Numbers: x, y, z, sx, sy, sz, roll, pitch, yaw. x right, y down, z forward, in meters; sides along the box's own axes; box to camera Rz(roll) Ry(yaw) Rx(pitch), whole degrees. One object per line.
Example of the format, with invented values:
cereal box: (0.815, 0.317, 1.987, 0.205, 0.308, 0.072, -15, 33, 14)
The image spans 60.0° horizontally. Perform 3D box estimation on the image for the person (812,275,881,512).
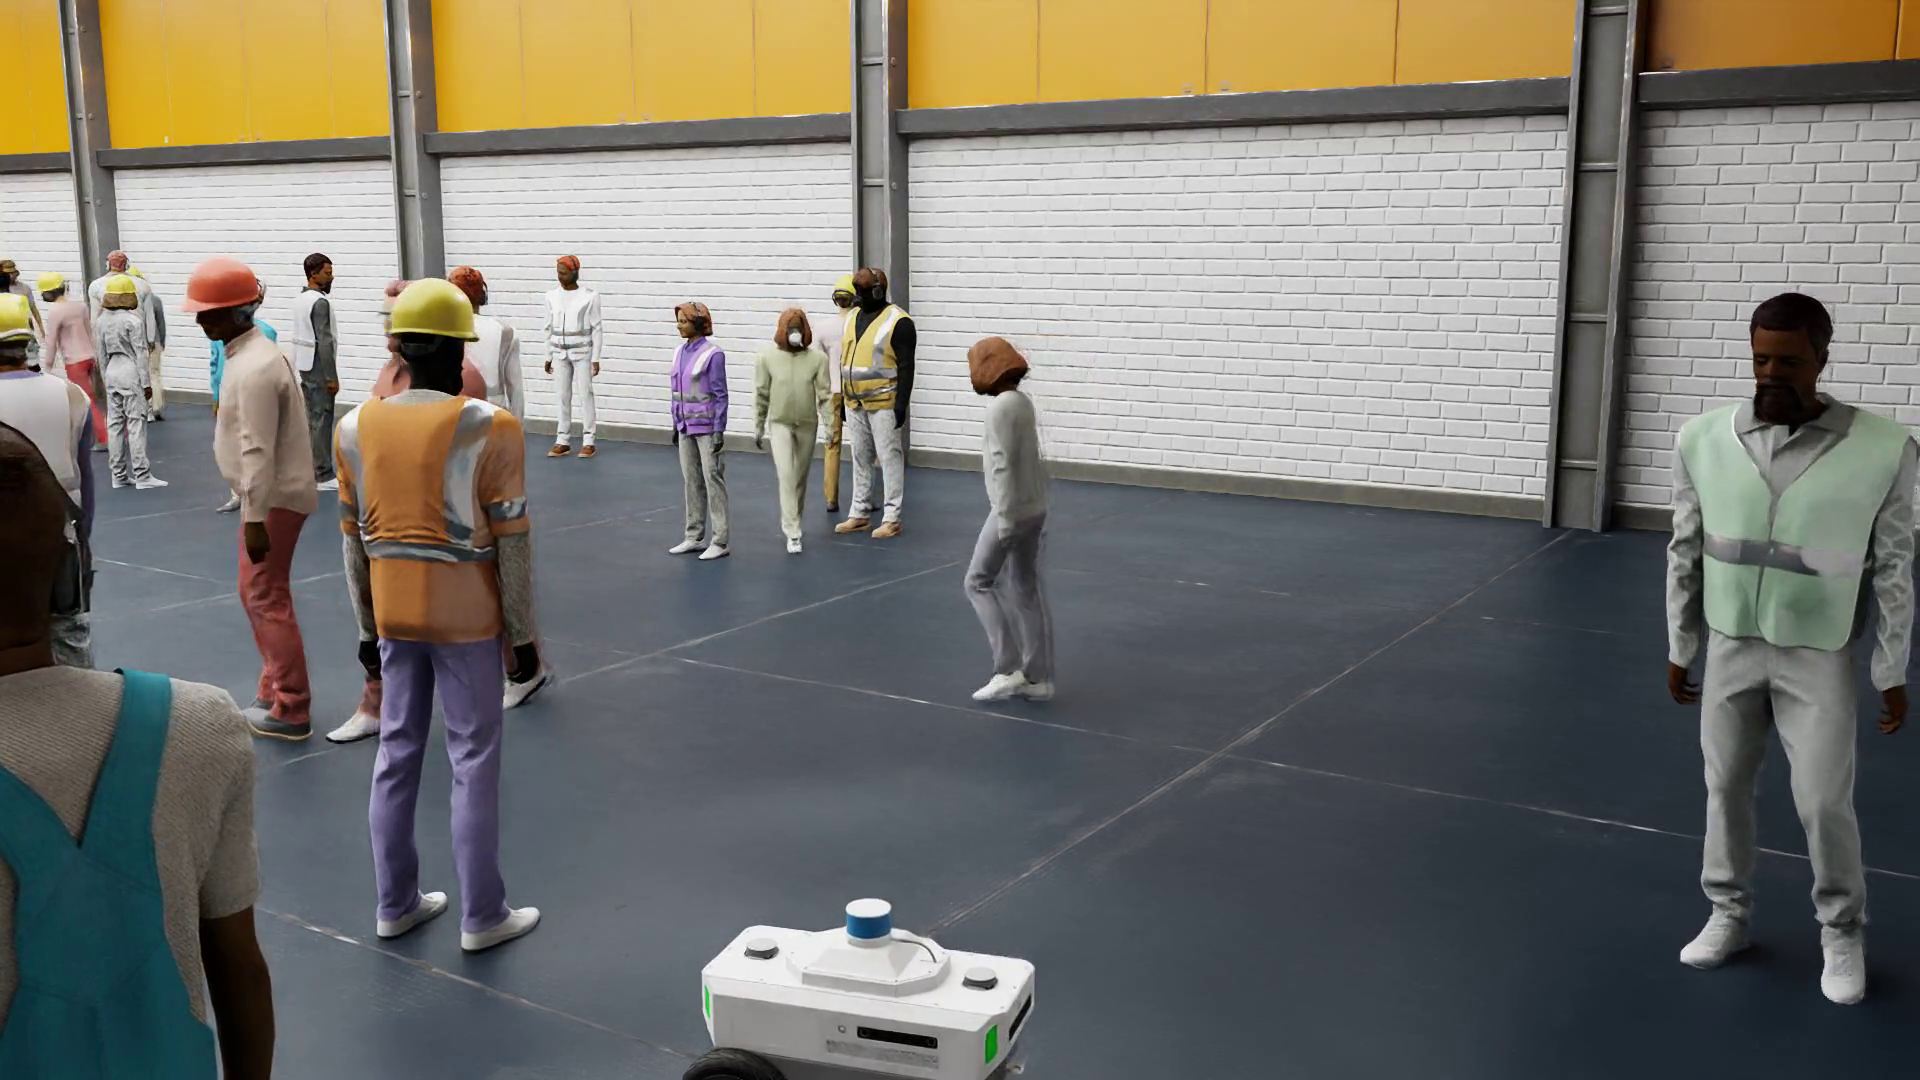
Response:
person: (-0.832, -1.080, 12.385, 0.533, 1.765, 0.329, 2, 10, 11)

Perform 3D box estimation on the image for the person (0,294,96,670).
person: (-3.497, 0.004, 6.184, 0.403, 1.834, 0.586, 4, 11, 23)

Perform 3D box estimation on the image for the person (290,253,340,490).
person: (-5.225, -1.361, 13.525, 0.398, 1.915, 0.588, -8, 13, -37)

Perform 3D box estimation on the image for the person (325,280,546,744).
person: (-2.172, -0.141, 6.913, 0.648, 1.871, 0.970, 7, 12, 33)

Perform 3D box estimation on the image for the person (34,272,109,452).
person: (-8.422, -1.678, 15.804, 0.642, 1.710, 0.549, 1, 10, 4)

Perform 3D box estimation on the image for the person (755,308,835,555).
person: (-1.098, -0.743, 11.021, 0.509, 1.583, 0.865, -3, 11, -16)

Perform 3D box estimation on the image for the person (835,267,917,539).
person: (-0.598, -0.932, 11.361, 0.619, 1.839, 0.430, 9, 13, 39)

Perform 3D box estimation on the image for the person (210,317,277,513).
person: (-5.300, -1.058, 12.289, 0.573, 1.749, 0.339, 3, 11, 17)

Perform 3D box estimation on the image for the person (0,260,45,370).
person: (-11.794, -2.597, 20.753, 0.937, 1.788, 0.599, 5, 12, 28)

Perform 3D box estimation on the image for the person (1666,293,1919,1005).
person: (2.206, 0.291, 4.463, 0.620, 1.892, 0.456, 8, 13, 39)

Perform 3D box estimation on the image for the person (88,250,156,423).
person: (-9.209, -2.224, 18.329, 0.646, 1.908, 0.408, -6, 12, -32)

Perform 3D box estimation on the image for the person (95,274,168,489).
person: (-6.793, -1.287, 13.588, 0.487, 1.744, 0.296, 4, 11, 20)

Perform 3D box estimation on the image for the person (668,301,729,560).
person: (-1.660, -0.692, 10.580, 0.311, 1.638, 0.522, -10, 14, -44)

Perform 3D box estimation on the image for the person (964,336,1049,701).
person: (0.218, -0.085, 7.310, 0.443, 1.597, 0.546, 4, 11, 22)

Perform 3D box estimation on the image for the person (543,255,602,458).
person: (-3.614, -1.705, 15.507, 0.572, 1.886, 0.354, 3, 11, 14)

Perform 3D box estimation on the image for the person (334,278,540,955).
person: (-1.484, 0.216, 4.788, 0.587, 1.917, 0.407, 3, 11, 17)

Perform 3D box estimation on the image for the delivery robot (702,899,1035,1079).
delivery robot: (-0.200, 1.044, 3.704, 0.707, 0.478, 0.477, 3, 11, 17)

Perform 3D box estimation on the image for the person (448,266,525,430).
person: (-2.754, -0.604, 9.435, 0.581, 1.879, 0.350, -8, 13, -36)

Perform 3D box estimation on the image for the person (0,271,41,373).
person: (-10.930, -2.264, 19.181, 0.567, 1.679, 0.383, 0, 10, 2)

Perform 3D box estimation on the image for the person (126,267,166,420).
person: (-9.264, -2.223, 18.826, 0.525, 1.733, 0.829, -5, 11, -26)

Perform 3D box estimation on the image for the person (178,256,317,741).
person: (-2.834, -0.149, 6.695, 0.453, 1.972, 0.681, -5, 11, -25)

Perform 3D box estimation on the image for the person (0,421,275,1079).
person: (-1.001, 0.780, 1.857, 0.328, 1.842, 0.514, 7, 12, 34)
